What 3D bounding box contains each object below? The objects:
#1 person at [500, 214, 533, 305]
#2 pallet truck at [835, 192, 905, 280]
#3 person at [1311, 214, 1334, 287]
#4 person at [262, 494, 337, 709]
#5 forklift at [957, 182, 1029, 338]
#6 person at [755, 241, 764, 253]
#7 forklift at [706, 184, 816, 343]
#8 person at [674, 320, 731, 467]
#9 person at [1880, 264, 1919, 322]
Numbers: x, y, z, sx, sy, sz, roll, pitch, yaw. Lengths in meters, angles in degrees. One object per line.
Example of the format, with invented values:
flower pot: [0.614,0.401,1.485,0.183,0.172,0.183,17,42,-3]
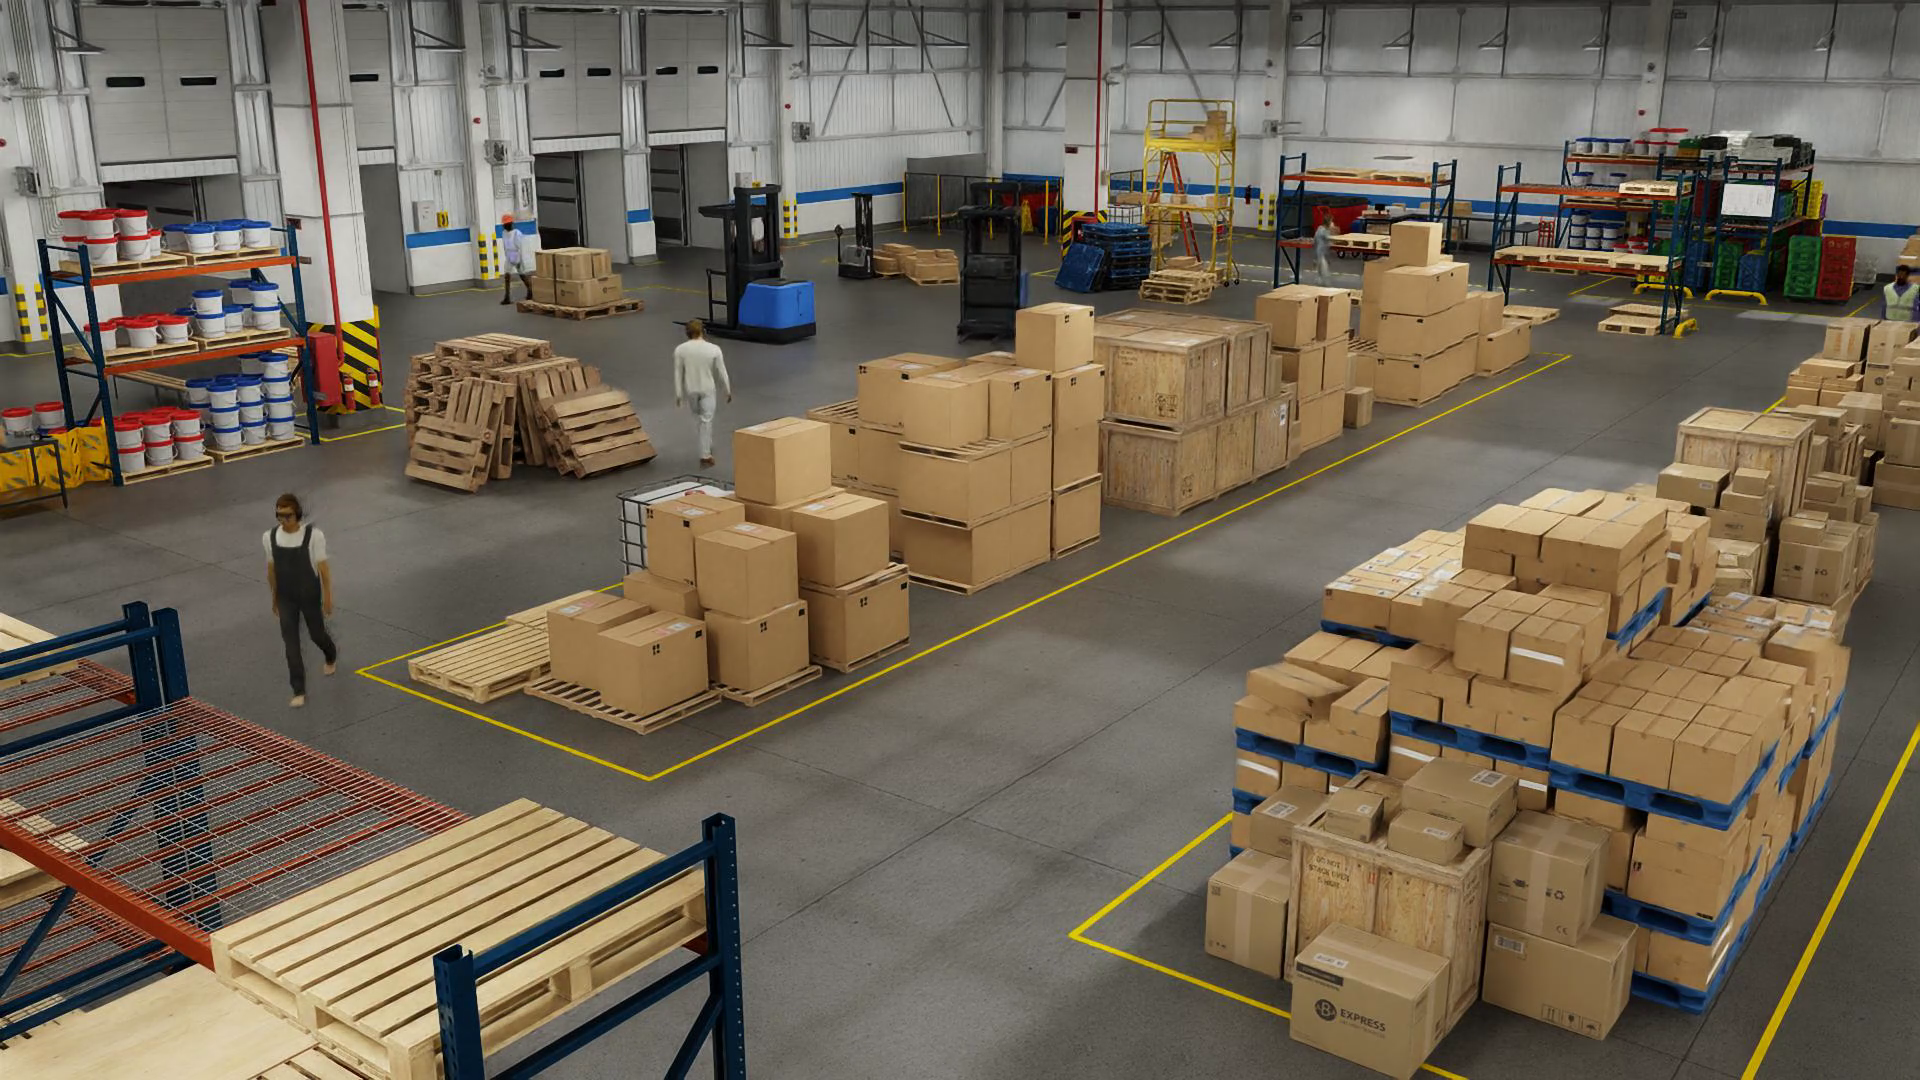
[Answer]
person: [-9.413,-5.966,35.216,0.545,1.902,0.921,6,18,20]
pallet truck: [-1.936,-7.159,38.982,1.885,1.965,0.823,-12,21,-34]
person: [7.545,-5.861,34.819,0.696,1.924,0.689,6,18,18]
person: [-5.560,0.458,14.075,0.514,1.827,0.740,-1,17,-4]
forklift: [0.670,-5.369,31.551,1.129,2.768,1.873,3,17,11]
person: [-3.874,-5.046,32.601,0.364,1.622,0.539,6,18,20]
forklift: [-3.717,-5.181,30.929,1.873,2.768,1.129,12,21,35]
person: [-3.399,-1.946,21.926,0.695,1.885,1.014,1,17,4]
person: [15.443,-3.592,27.340,0.606,1.896,0.685,15,22,40]
